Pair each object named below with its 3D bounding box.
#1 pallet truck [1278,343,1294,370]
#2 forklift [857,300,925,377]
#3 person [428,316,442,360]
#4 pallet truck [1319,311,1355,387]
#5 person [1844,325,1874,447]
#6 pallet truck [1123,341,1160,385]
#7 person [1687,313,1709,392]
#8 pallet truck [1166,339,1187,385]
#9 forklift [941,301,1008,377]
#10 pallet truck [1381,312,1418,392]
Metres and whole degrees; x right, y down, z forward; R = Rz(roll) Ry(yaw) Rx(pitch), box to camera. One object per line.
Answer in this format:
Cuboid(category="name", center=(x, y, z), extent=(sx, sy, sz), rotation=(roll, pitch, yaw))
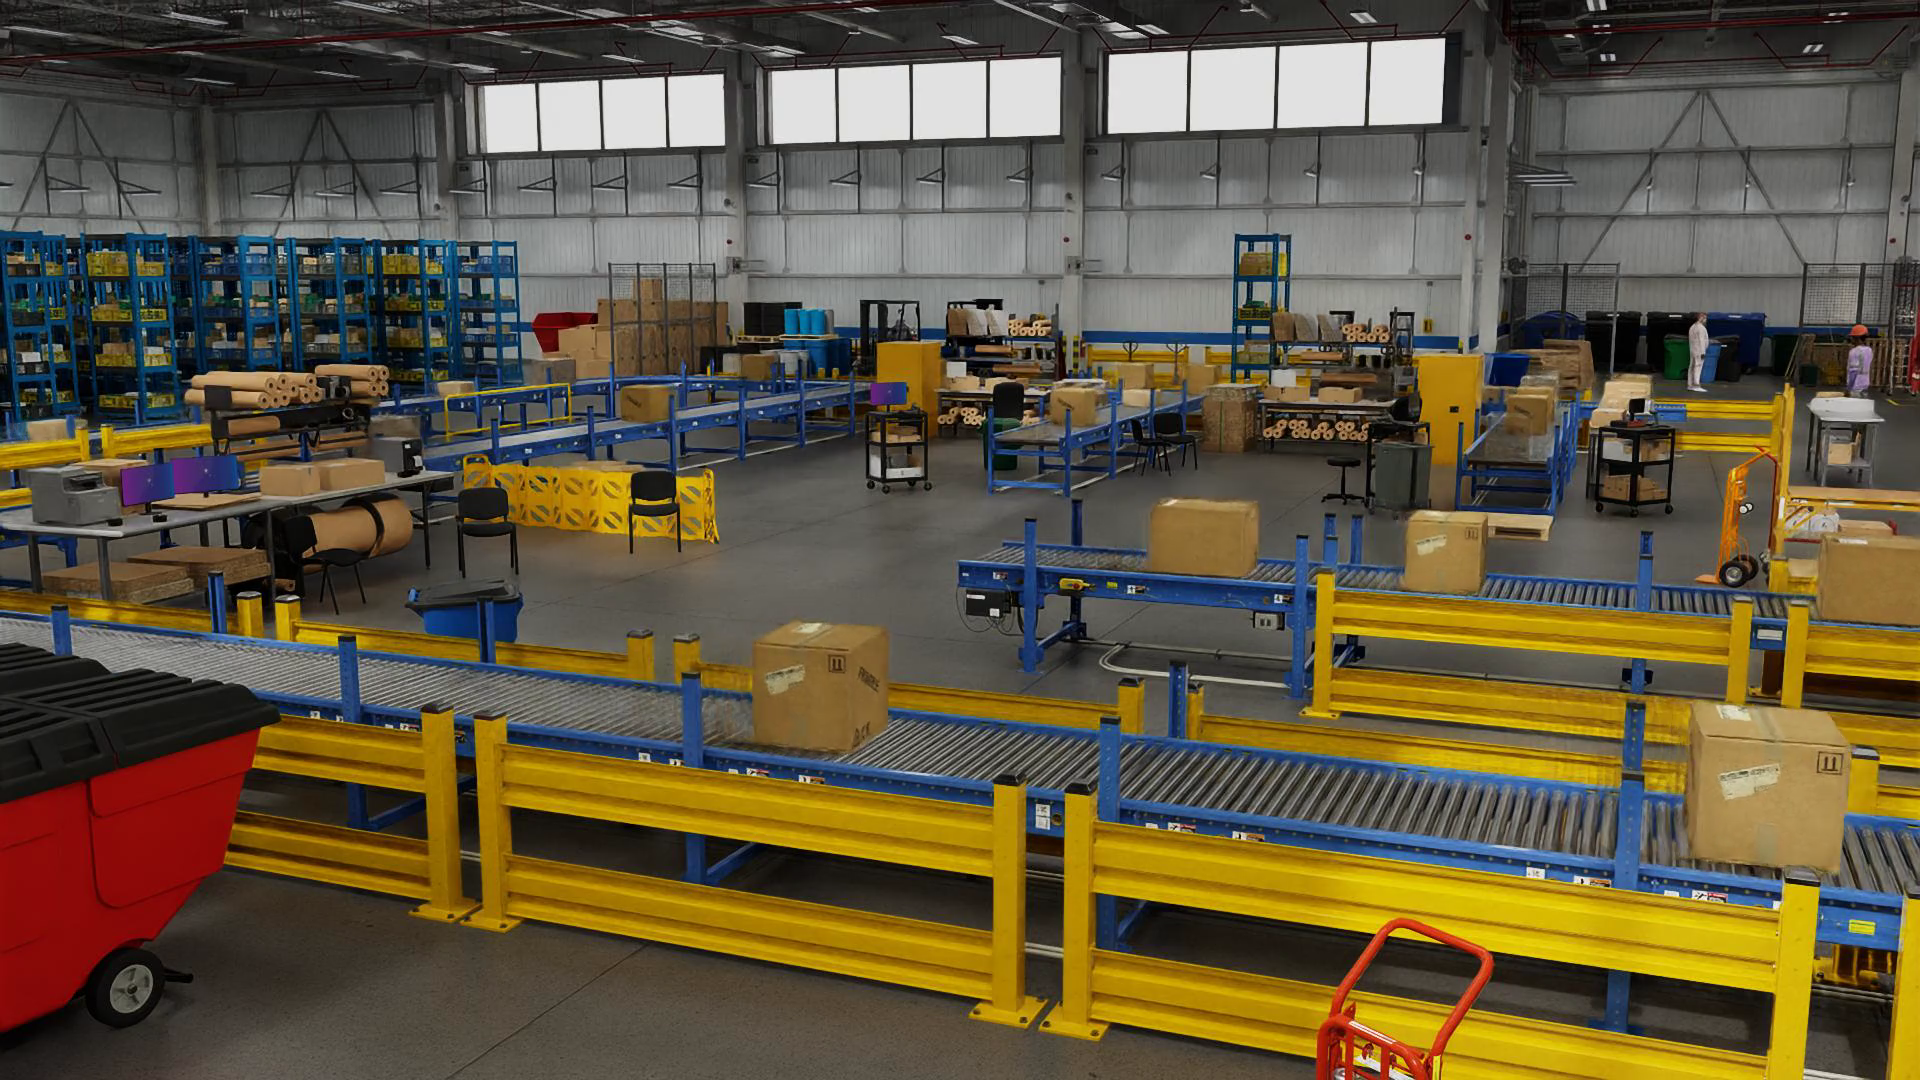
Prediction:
Cuboid(category="pallet truck", center=(7.886, -4.163, 39.743), extent=(0.653, 1.274, 1.630), rotation=(4, 10, 22))
Cuboid(category="forklift", center=(-1.732, -5.109, 42.468), extent=(1.157, 1.987, 2.680), rotation=(4, 10, 22))
Cuboid(category="person", center=(-15.203, -5.804, 48.096), extent=(0.393, 1.834, 0.561), rotation=(2, 9, 9))
Cuboid(category="pallet truck", center=(9.071, -4.419, 39.190), extent=(0.823, 1.965, 1.885), rotation=(5, 10, 26))
Cuboid(category="person", center=(15.050, -2.586, 27.947), extent=(0.609, 2.044, 0.394), rotation=(-7, 12, -36))
Cuboid(category="pallet truck", center=(4.445, -4.380, 41.279), extent=(0.680, 1.201, 1.601), rotation=(4, 10, 22))
Cuboid(category="person", center=(17.869, -4.539, 40.218), extent=(0.406, 1.902, 0.639), rotation=(0, 9, -1))
Cuboid(category="pallet truck", center=(5.418, -4.269, 40.420), extent=(0.704, 1.261, 1.522), rotation=(3, 10, 20))
Cuboid(category="forklift", center=(0.365, -4.966, 41.571), extent=(1.157, 1.987, 2.680), rotation=(3, 10, 20))
Cuboid(category="pallet truck", center=(10.207, -4.283, 38.369), extent=(0.823, 1.965, 1.885), rotation=(3, 10, 20))
